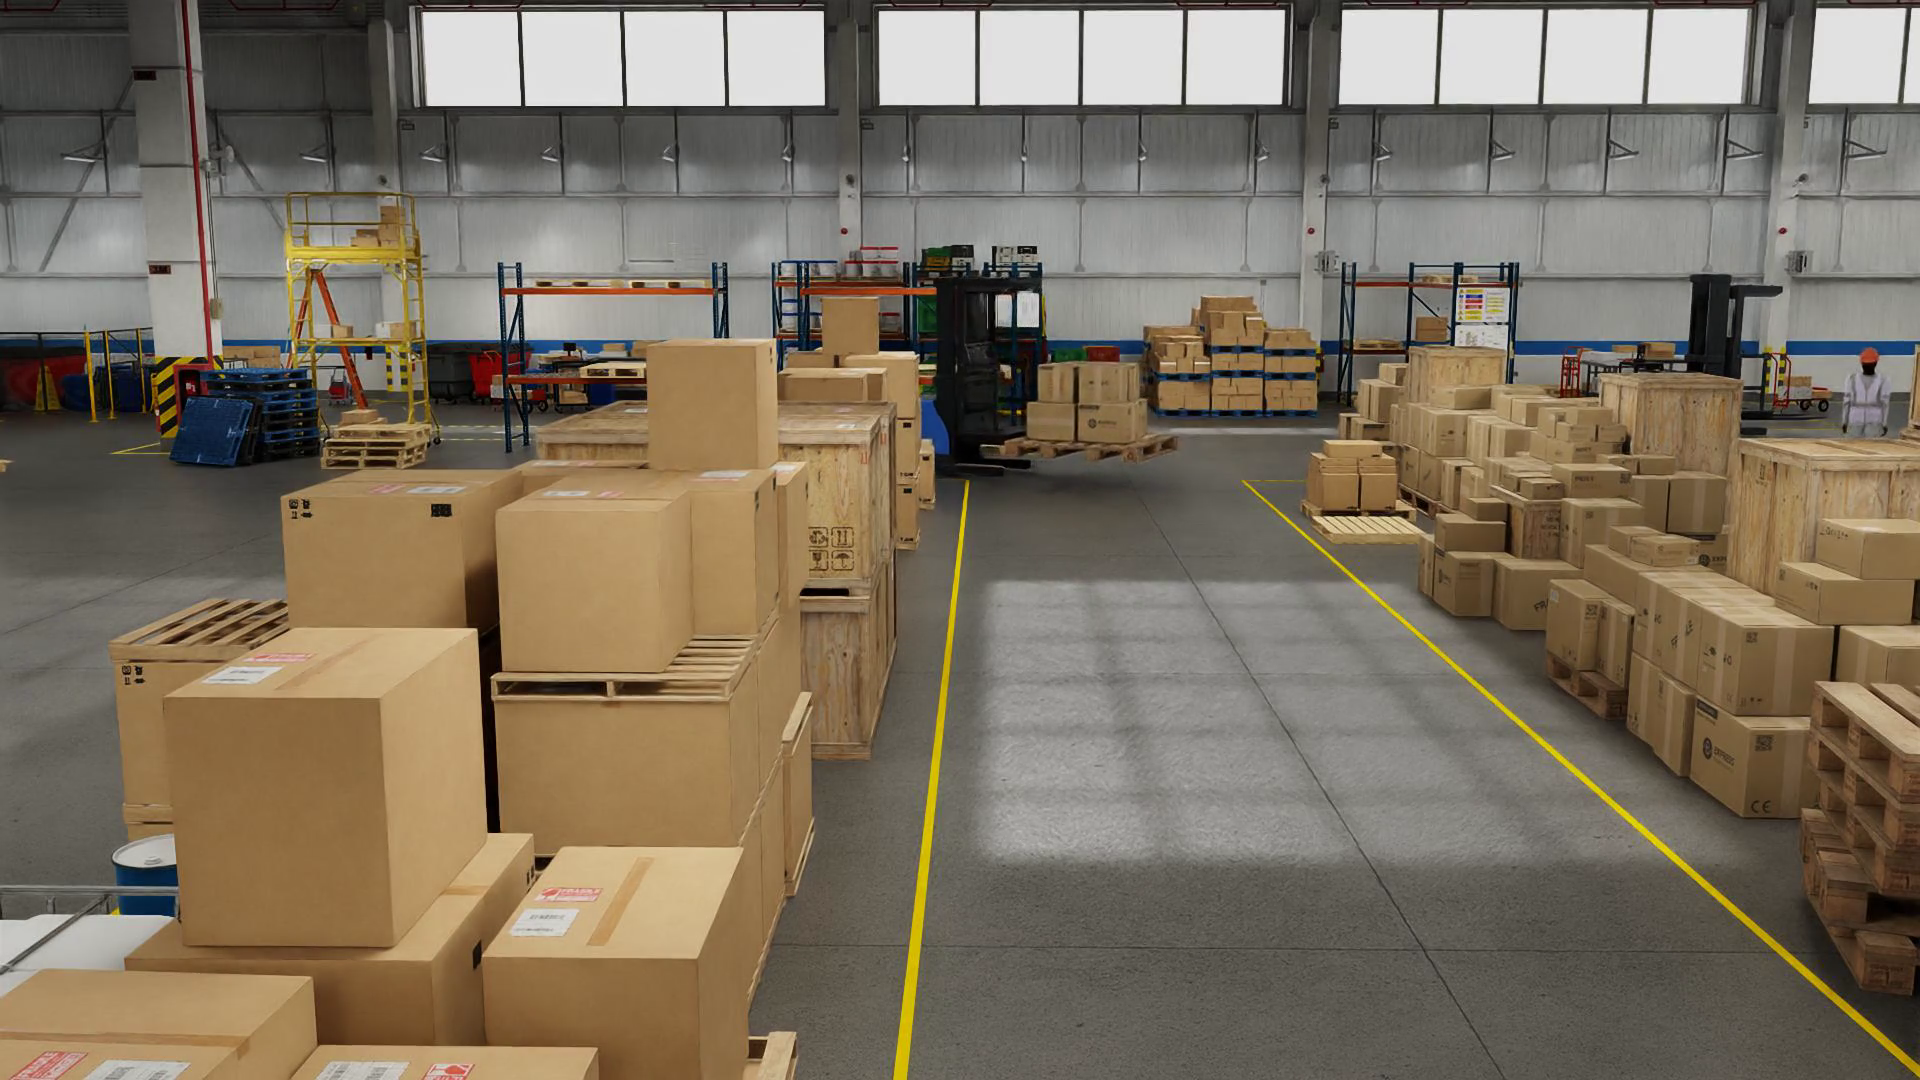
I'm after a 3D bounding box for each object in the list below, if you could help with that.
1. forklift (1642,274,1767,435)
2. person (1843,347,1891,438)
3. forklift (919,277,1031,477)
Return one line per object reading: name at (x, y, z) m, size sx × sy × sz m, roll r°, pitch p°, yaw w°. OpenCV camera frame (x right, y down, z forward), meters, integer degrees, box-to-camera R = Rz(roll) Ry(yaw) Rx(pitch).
forklift at (13.097, -3.274, 29.247) m, size 1.873 × 2.768 × 1.129 m, roll 0°, pitch 9°, yaw 1°
person at (11.963, -1.582, 21.970) m, size 0.560 × 1.917 × 0.489 m, roll 6°, pitch 11°, yaw 31°
forklift at (-0.053, -2.386, 23.928) m, size 1.873 × 2.768 × 1.129 m, roll 4°, pitch 10°, yaw 25°
